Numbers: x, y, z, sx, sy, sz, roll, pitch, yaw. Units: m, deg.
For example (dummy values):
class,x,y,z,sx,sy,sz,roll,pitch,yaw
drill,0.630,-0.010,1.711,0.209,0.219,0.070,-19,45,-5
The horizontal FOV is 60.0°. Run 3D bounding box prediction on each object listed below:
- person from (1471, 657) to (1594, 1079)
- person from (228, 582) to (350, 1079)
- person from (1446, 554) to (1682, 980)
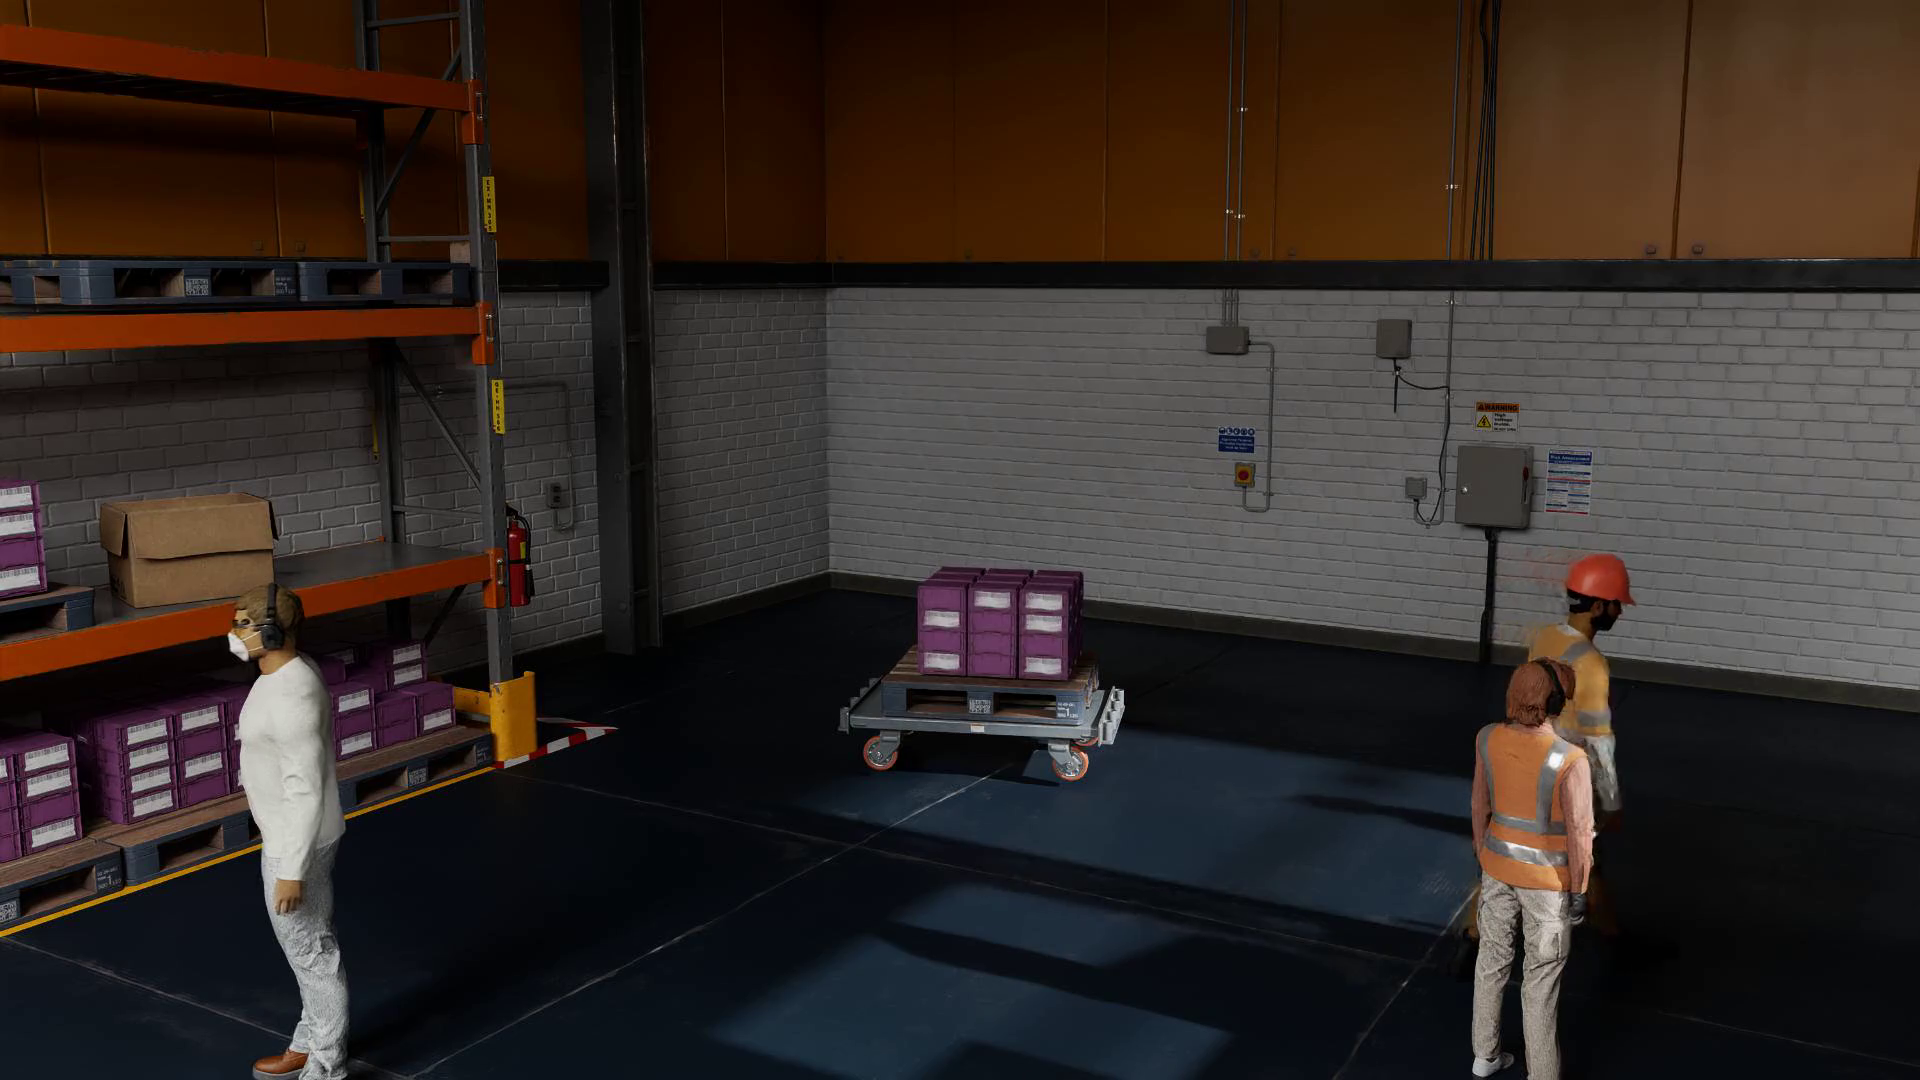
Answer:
class,x,y,z,sx,sy,sz,roll,pitch,yaw
person,2.091,1.242,6.115,0.309,1.641,0.513,-6,11,-32
person,-2.421,1.107,6.027,0.371,1.940,0.627,-4,10,-24
person,2.579,0.982,7.026,1.039,1.869,0.554,0,9,1
